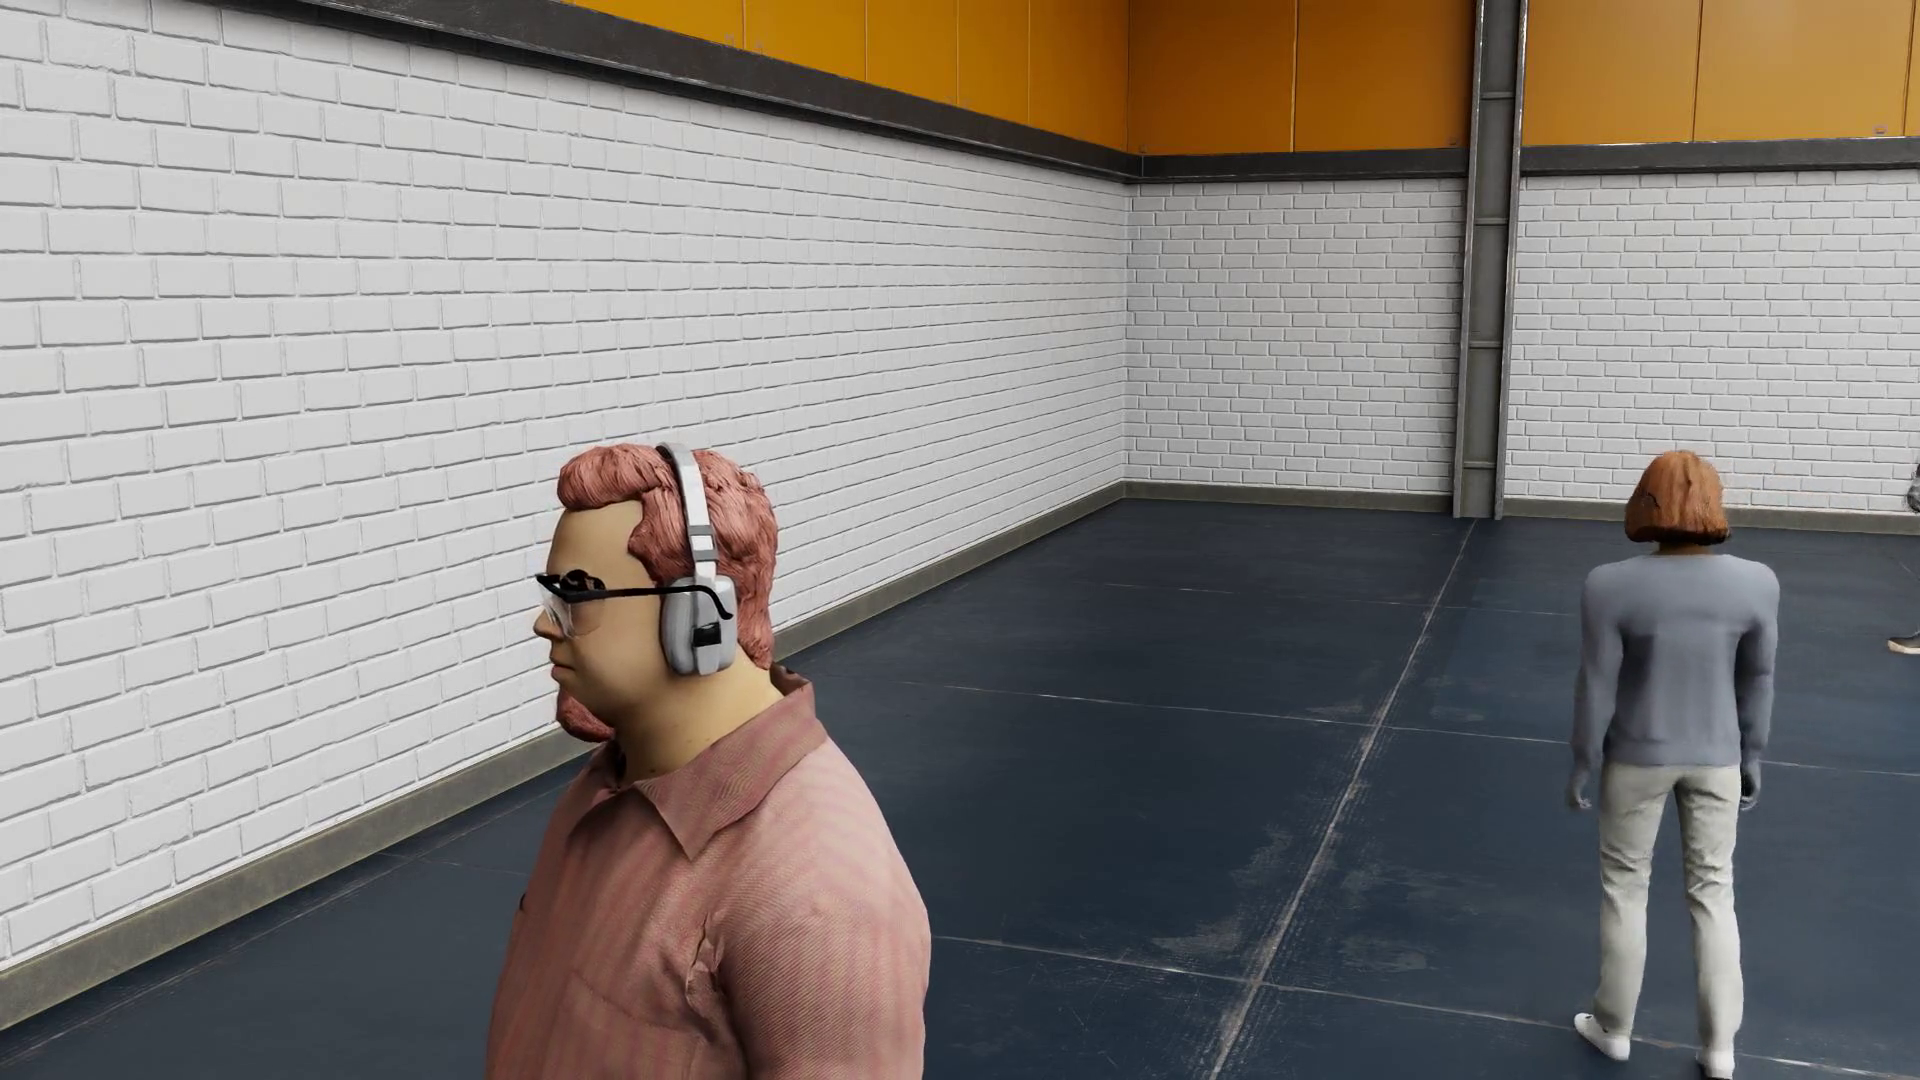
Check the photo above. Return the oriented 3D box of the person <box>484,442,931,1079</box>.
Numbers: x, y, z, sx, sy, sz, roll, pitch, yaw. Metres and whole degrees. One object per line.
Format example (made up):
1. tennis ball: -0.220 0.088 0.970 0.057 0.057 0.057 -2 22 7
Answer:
1. person: -0.296 0.847 1.760 0.409 1.908 0.639 -5 10 -29

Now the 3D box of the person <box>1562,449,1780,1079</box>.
1. person: 1.839 0.583 4.314 0.507 1.642 0.318 1 9 5

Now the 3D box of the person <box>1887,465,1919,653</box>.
1. person: 5.499 -0.307 9.015 0.757 1.919 0.362 2 9 12
